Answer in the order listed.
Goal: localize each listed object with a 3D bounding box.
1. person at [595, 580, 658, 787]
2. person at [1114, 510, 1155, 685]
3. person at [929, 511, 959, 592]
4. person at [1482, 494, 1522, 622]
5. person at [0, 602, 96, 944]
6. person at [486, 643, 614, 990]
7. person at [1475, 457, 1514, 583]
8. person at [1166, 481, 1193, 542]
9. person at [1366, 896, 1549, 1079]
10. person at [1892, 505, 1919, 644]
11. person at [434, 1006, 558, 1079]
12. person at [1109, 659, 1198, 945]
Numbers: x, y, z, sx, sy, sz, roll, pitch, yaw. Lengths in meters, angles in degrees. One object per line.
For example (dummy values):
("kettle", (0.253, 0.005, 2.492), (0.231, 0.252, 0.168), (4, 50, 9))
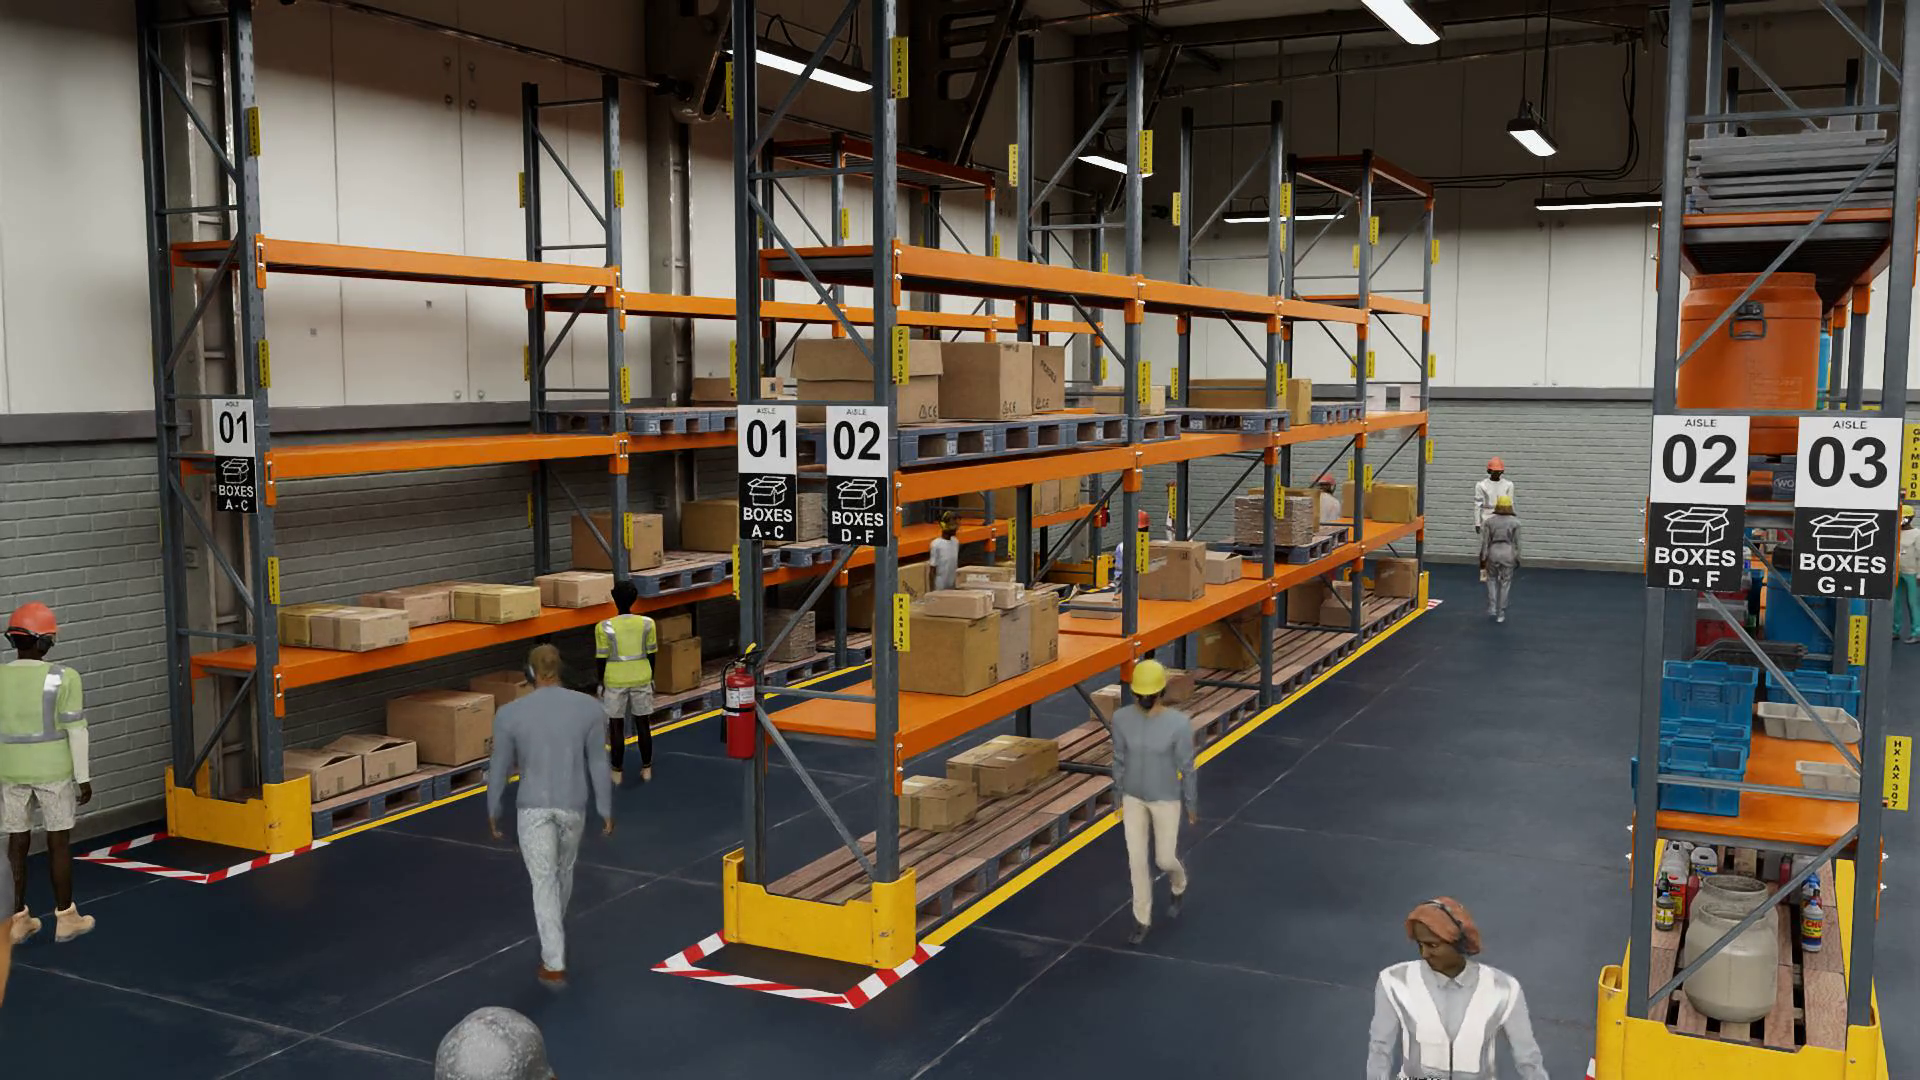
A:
("person", (-2.745, 1.177, 13.697), (0.533, 1.697, 0.318), (-3, 7, -30))
("person", (1.905, 0.645, 17.714), (0.545, 1.938, 0.361), (1, 6, 13))
("person", (-0.169, 0.594, 18.608), (0.322, 1.860, 0.518), (4, 7, 34))
("person", (7.400, 0.235, 22.682), (0.505, 1.723, 0.624), (3, 6, 23))
("person", (-5.524, 1.389, 9.973), (0.615, 2.041, 0.387), (0, 6, -4))
("person", (-2.363, 1.524, 9.511), (0.664, 1.869, 1.062), (-3, 7, -26))
("person", (8.525, -0.306, 26.540), (0.601, 2.036, 0.417), (0, 6, 1))
("person", (3.102, 0.086, 23.615), (0.396, 1.841, 0.565), (1, 6, 13))
("person", (1.741, 2.028, 5.784), (0.648, 1.627, 0.348), (1, 6, 12))
("person", (11.800, 0.419, 20.825), (0.342, 1.754, 0.532), (-3, 6, -24))
("person", (-1.025, 2.034, 3.705), (0.689, 2.000, 0.539), (1, 6, 6))
("person", (1.169, 1.543, 9.982), (0.528, 1.739, 0.578), (3, 6, 24))
